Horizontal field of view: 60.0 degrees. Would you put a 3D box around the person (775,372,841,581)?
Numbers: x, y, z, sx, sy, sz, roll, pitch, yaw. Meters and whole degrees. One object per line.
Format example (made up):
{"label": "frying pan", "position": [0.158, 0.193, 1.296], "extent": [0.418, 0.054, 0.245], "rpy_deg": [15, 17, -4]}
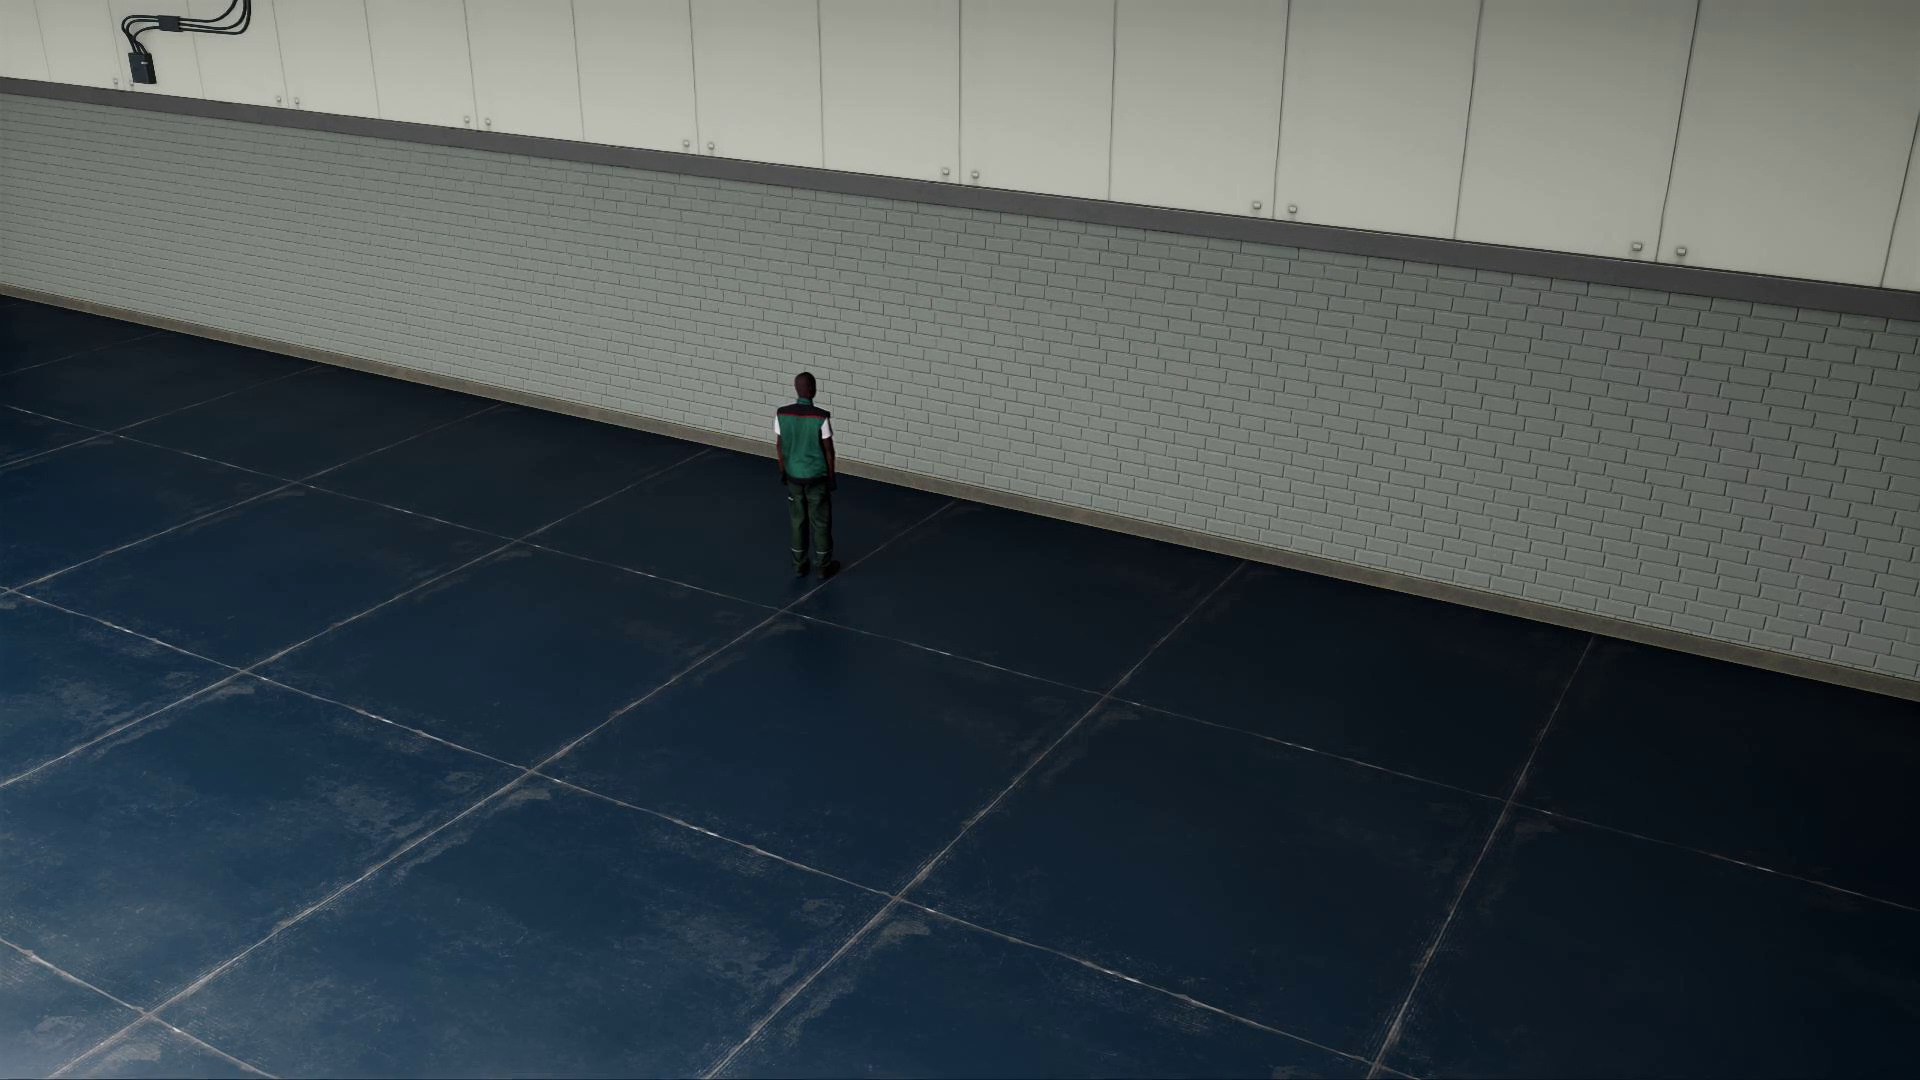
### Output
{"label": "person", "position": [-1.305, -0.550, 14.299], "extent": [0.735, 1.840, 0.680], "rpy_deg": [7, 24, 16]}
